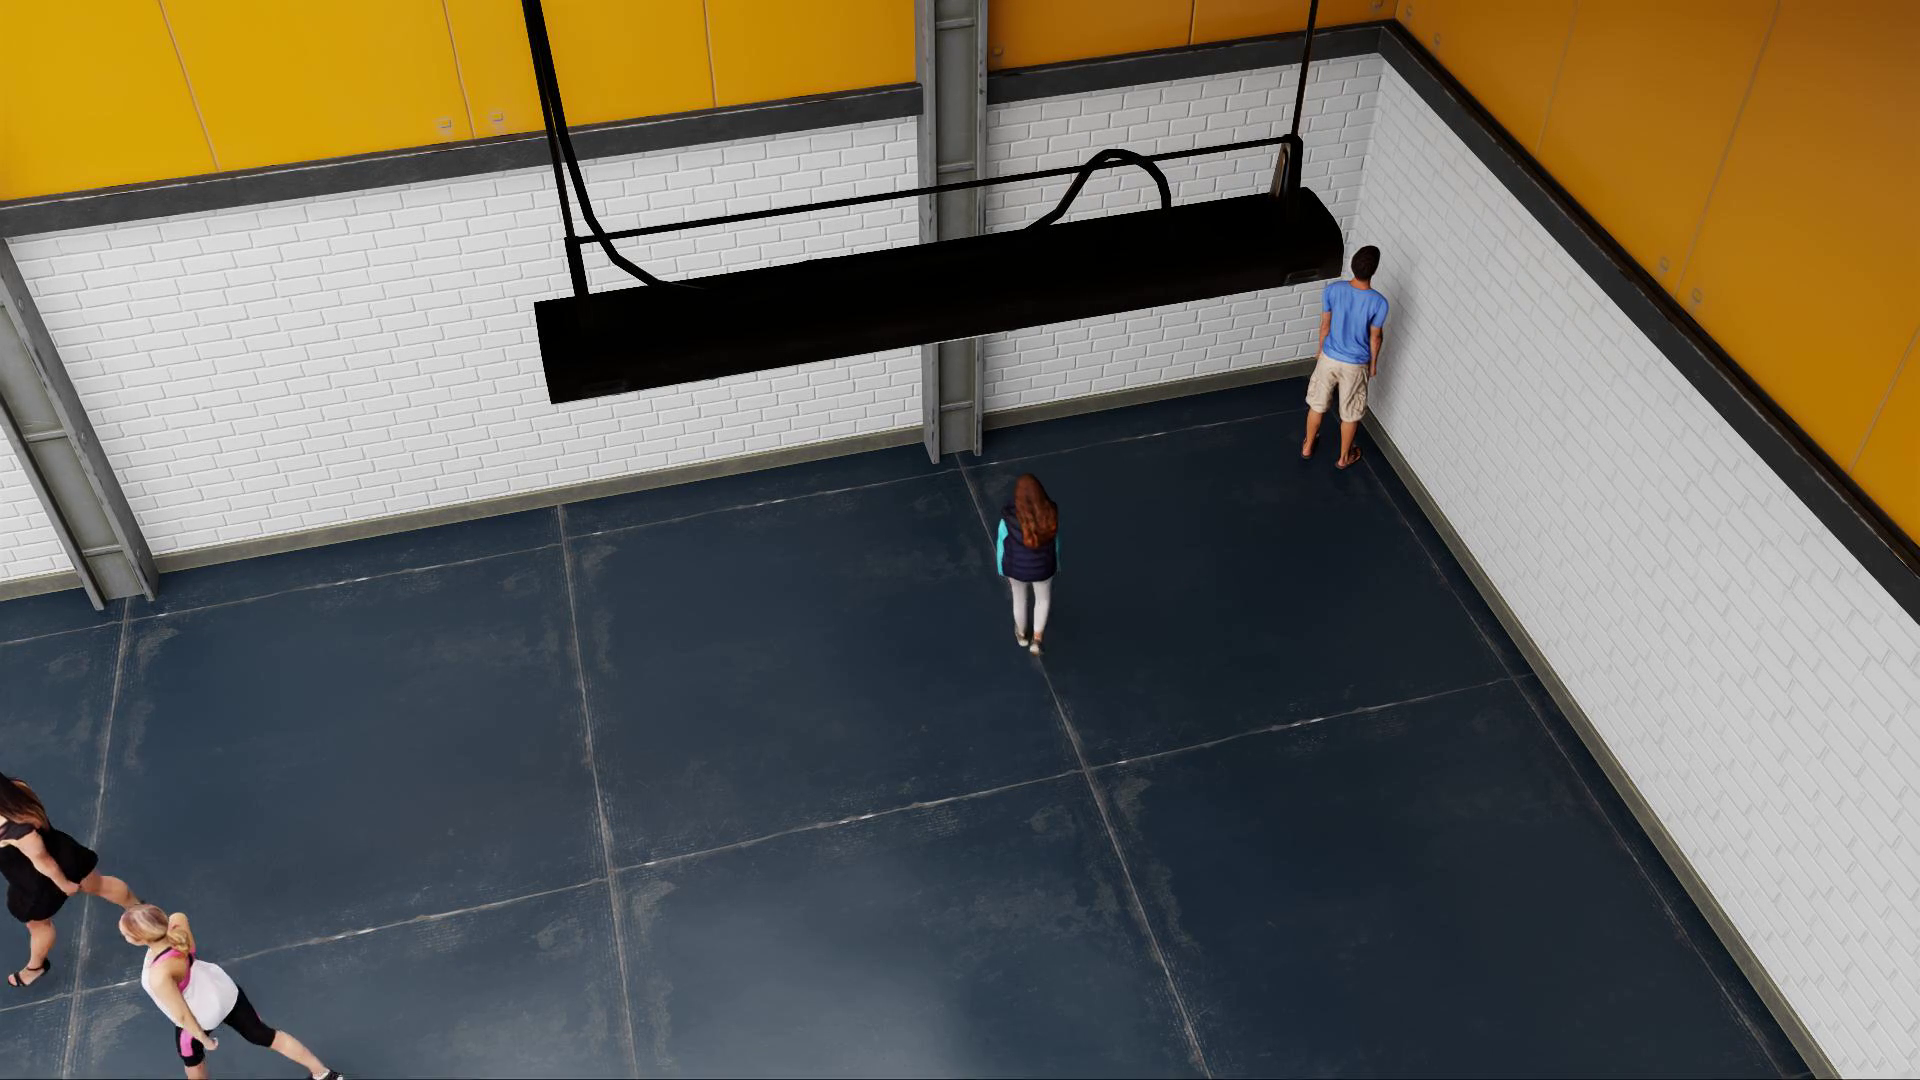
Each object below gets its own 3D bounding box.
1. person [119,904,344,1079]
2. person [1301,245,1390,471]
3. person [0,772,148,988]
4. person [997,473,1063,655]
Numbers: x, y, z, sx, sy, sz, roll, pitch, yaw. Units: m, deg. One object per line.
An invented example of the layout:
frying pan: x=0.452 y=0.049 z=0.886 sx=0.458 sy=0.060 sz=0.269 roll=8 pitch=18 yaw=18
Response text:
person: x=-3.675 y=2.342 z=8.336 sx=1.216 sy=1.748 sz=0.830 roll=1 pitch=44 yaw=1
person: x=2.807 y=-1.324 z=12.100 sx=0.720 sy=1.864 sz=0.786 roll=21 pitch=47 yaw=20
person: x=-4.848 y=1.744 z=9.020 sx=1.107 sy=1.671 sz=0.797 roll=-20 pitch=47 yaw=-20
person: x=0.459 y=0.197 z=10.770 sx=0.715 sy=1.496 sz=0.726 roll=-1 pitch=44 yaw=-1
